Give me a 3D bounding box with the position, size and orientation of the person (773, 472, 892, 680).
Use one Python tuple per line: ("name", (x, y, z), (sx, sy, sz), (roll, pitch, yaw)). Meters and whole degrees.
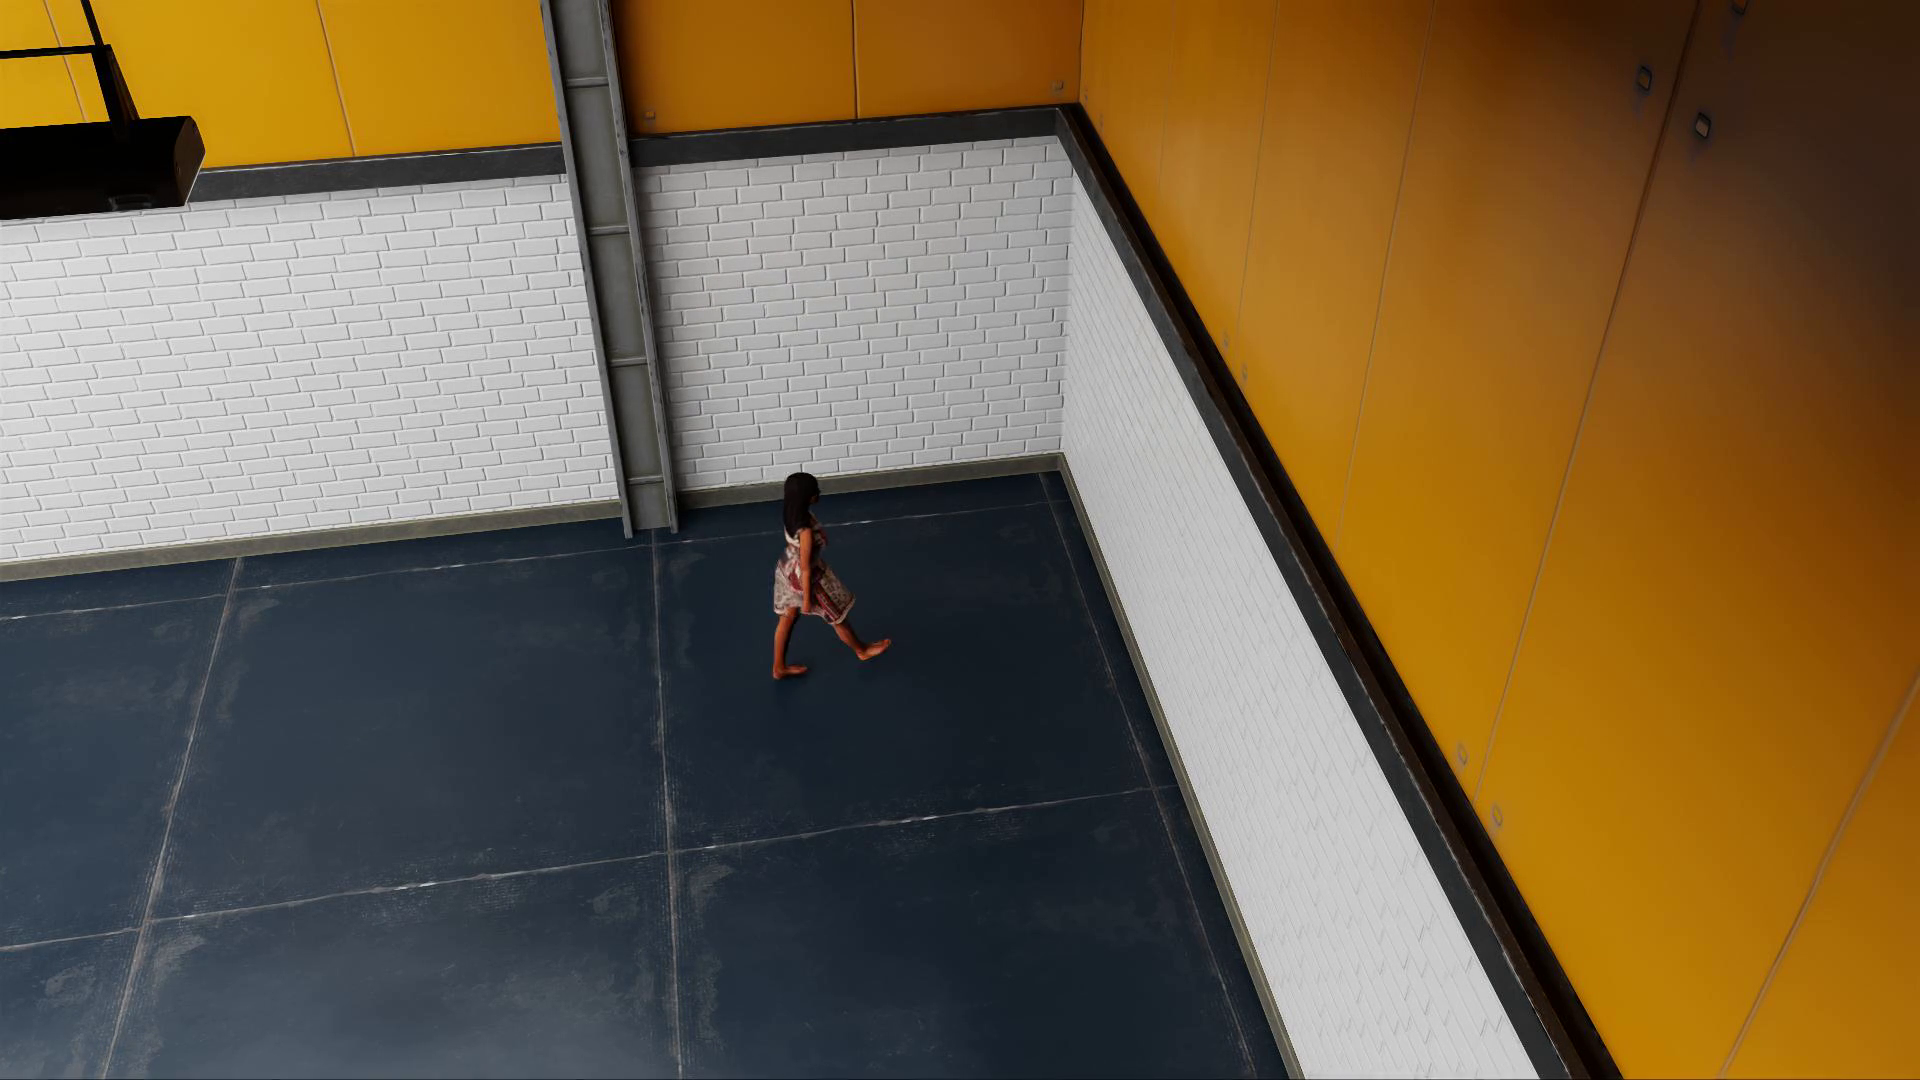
("person", (-1.085, 0.278, 10.704), (1.094, 1.611, 0.776), (-14, 41, -17))
